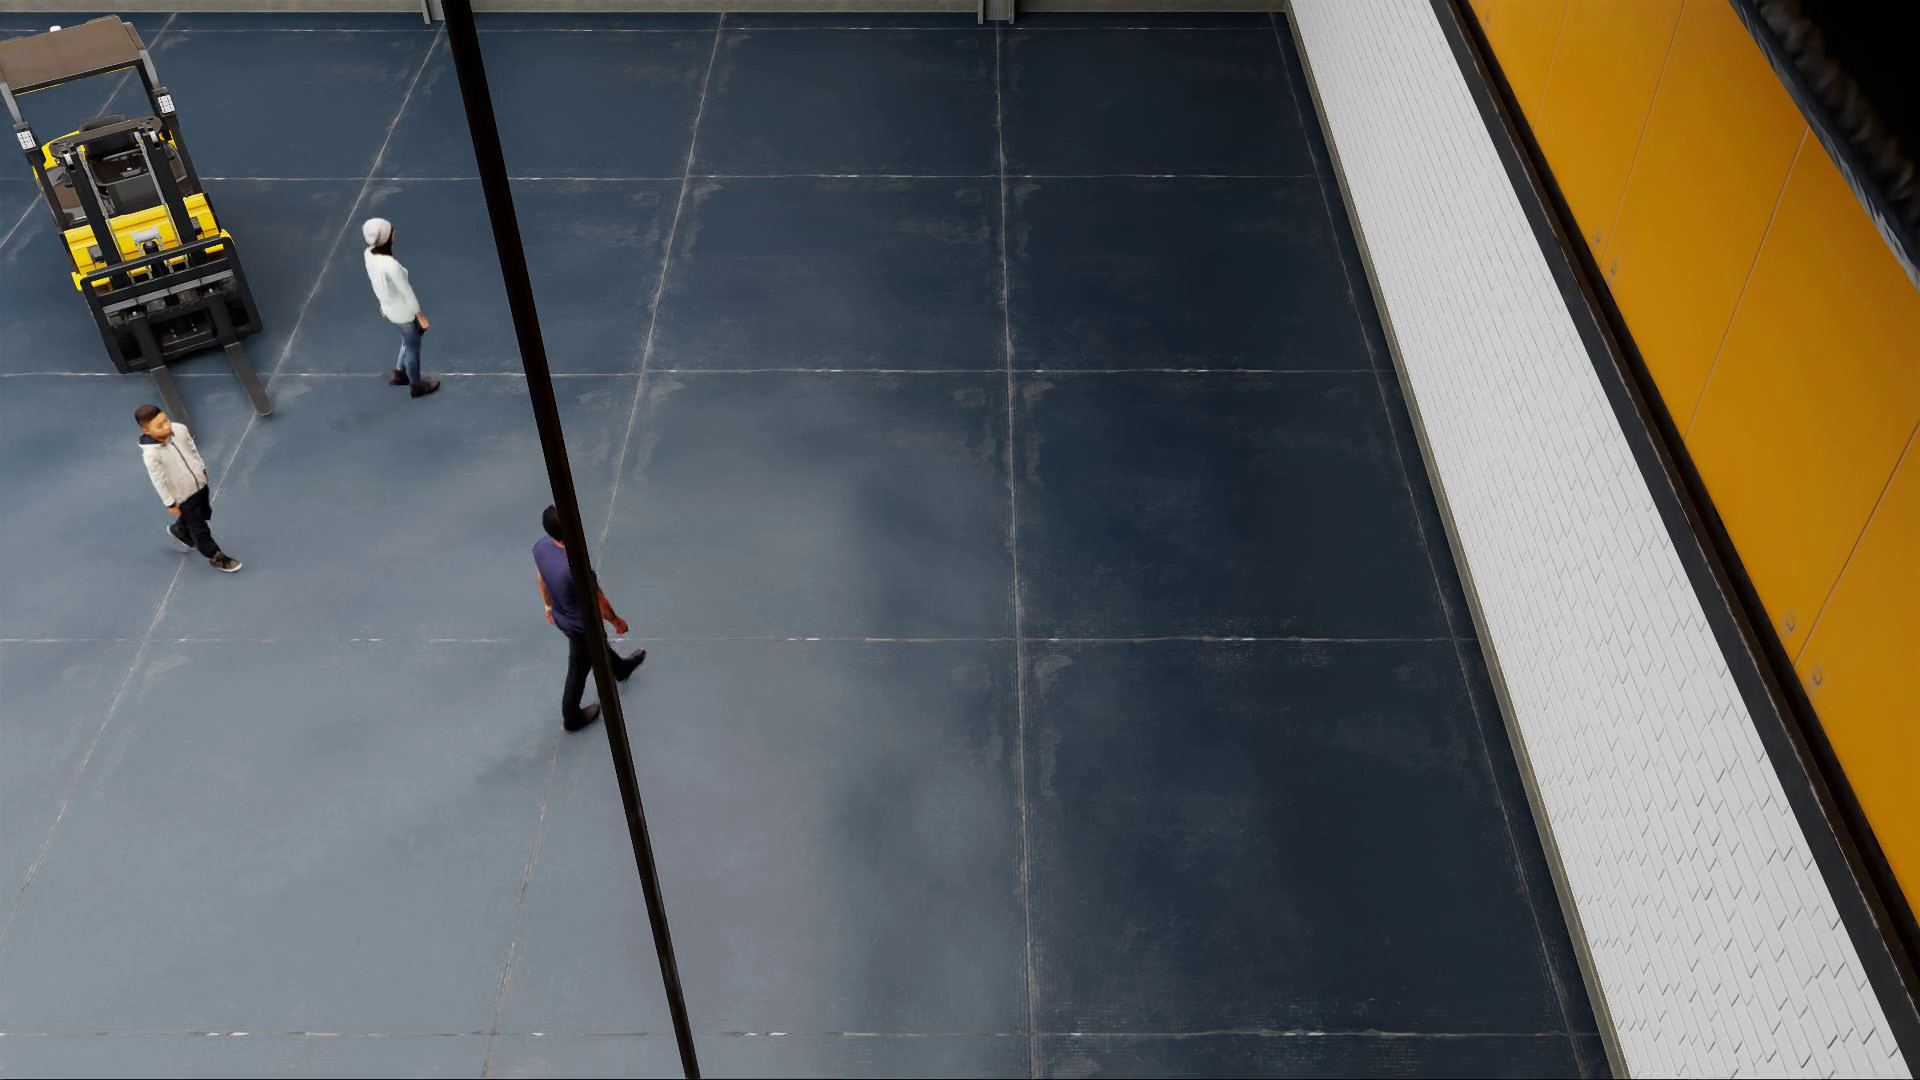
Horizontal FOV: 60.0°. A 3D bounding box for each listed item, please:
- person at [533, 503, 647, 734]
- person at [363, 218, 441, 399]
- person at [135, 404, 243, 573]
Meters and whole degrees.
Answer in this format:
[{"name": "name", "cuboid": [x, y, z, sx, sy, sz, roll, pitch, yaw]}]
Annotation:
[{"name": "person", "cuboid": [-2.442, 0.537, 10.311, 1.083, 1.762, 1.014, -32, 52, -29]}, {"name": "person", "cuboid": [-4.373, -1.735, 12.789, 0.786, 1.633, 0.727, -31, 51, -28]}, {"name": "person", "cuboid": [-5.419, -0.374, 11.499, 0.850, 1.442, 0.692, 9, 44, 9]}]
